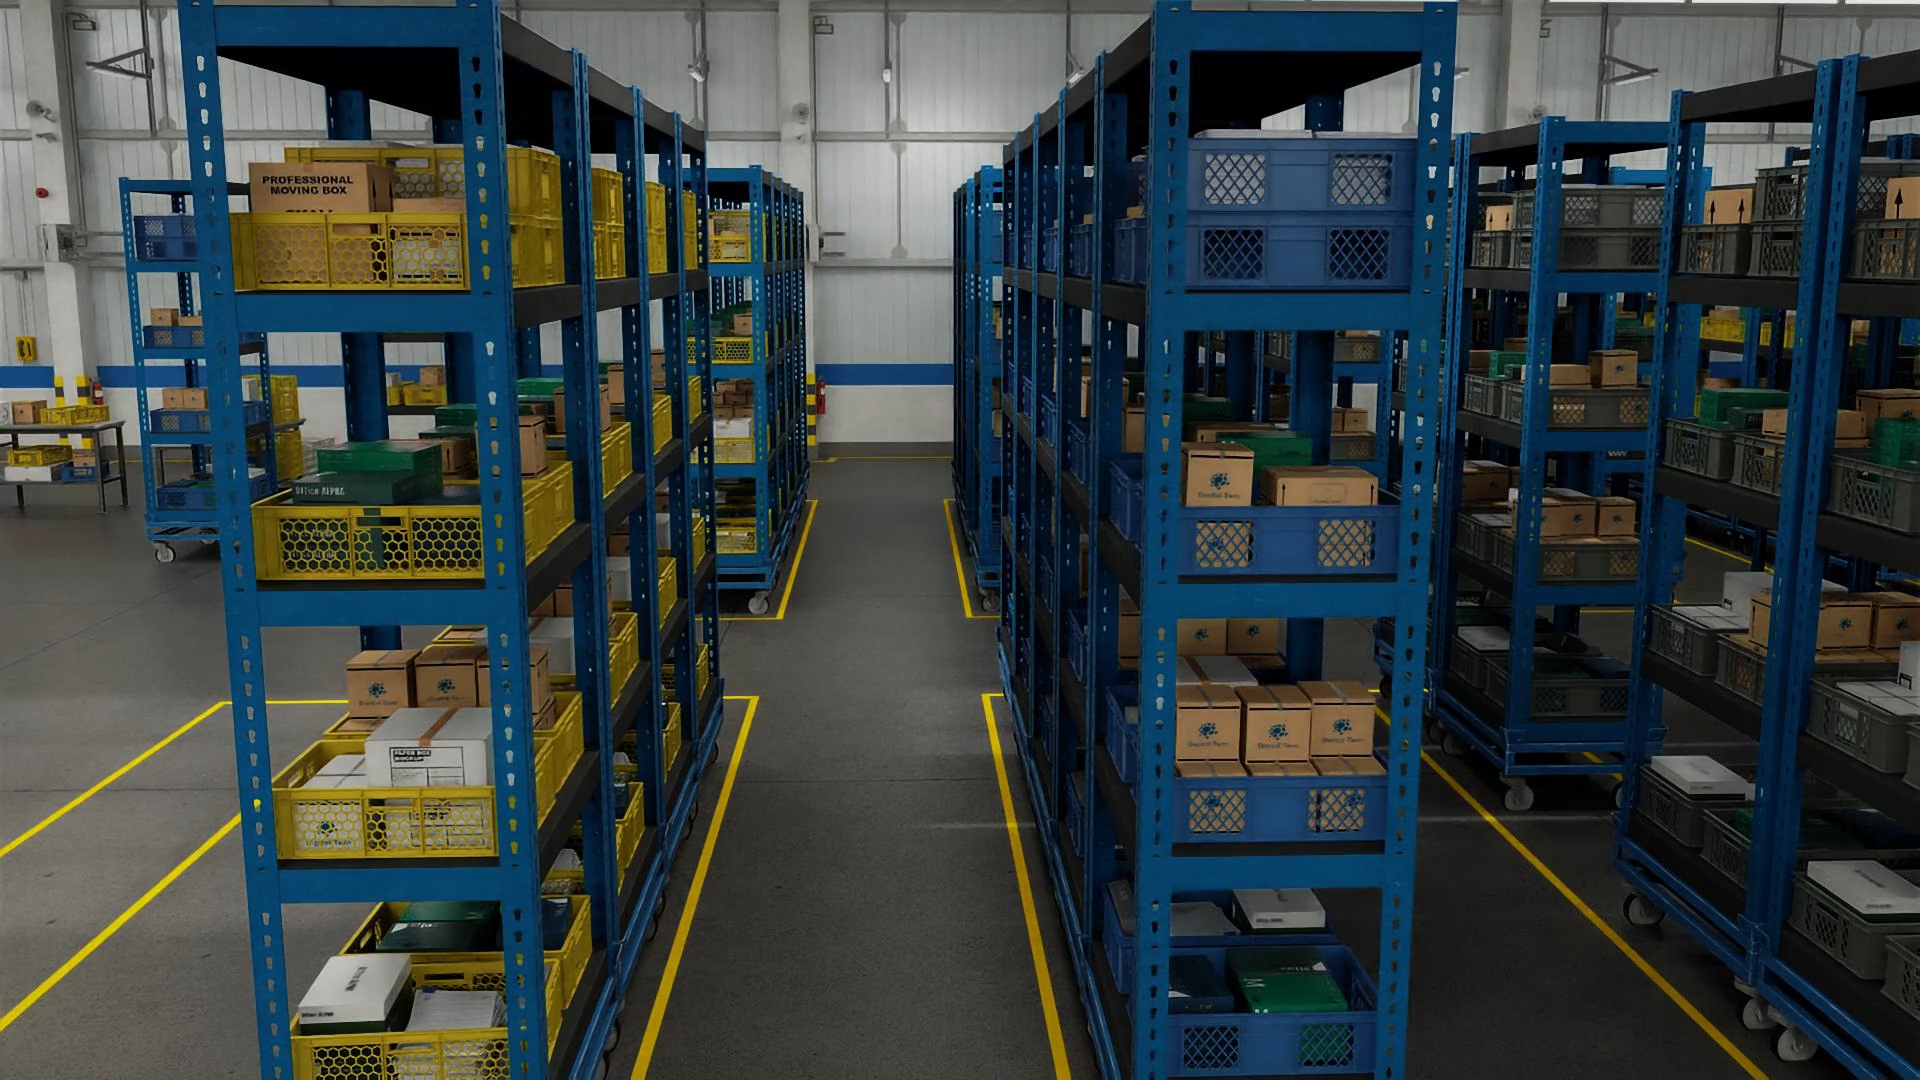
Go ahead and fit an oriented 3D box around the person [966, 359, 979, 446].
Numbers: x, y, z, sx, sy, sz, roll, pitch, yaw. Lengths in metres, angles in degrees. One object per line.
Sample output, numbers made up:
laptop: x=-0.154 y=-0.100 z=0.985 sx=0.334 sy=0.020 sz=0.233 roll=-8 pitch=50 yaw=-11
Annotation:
person: x=0.157 y=-1.745 z=21.656 sx=0.389 sy=1.850 sz=0.567 roll=4 pitch=11 yaw=22
